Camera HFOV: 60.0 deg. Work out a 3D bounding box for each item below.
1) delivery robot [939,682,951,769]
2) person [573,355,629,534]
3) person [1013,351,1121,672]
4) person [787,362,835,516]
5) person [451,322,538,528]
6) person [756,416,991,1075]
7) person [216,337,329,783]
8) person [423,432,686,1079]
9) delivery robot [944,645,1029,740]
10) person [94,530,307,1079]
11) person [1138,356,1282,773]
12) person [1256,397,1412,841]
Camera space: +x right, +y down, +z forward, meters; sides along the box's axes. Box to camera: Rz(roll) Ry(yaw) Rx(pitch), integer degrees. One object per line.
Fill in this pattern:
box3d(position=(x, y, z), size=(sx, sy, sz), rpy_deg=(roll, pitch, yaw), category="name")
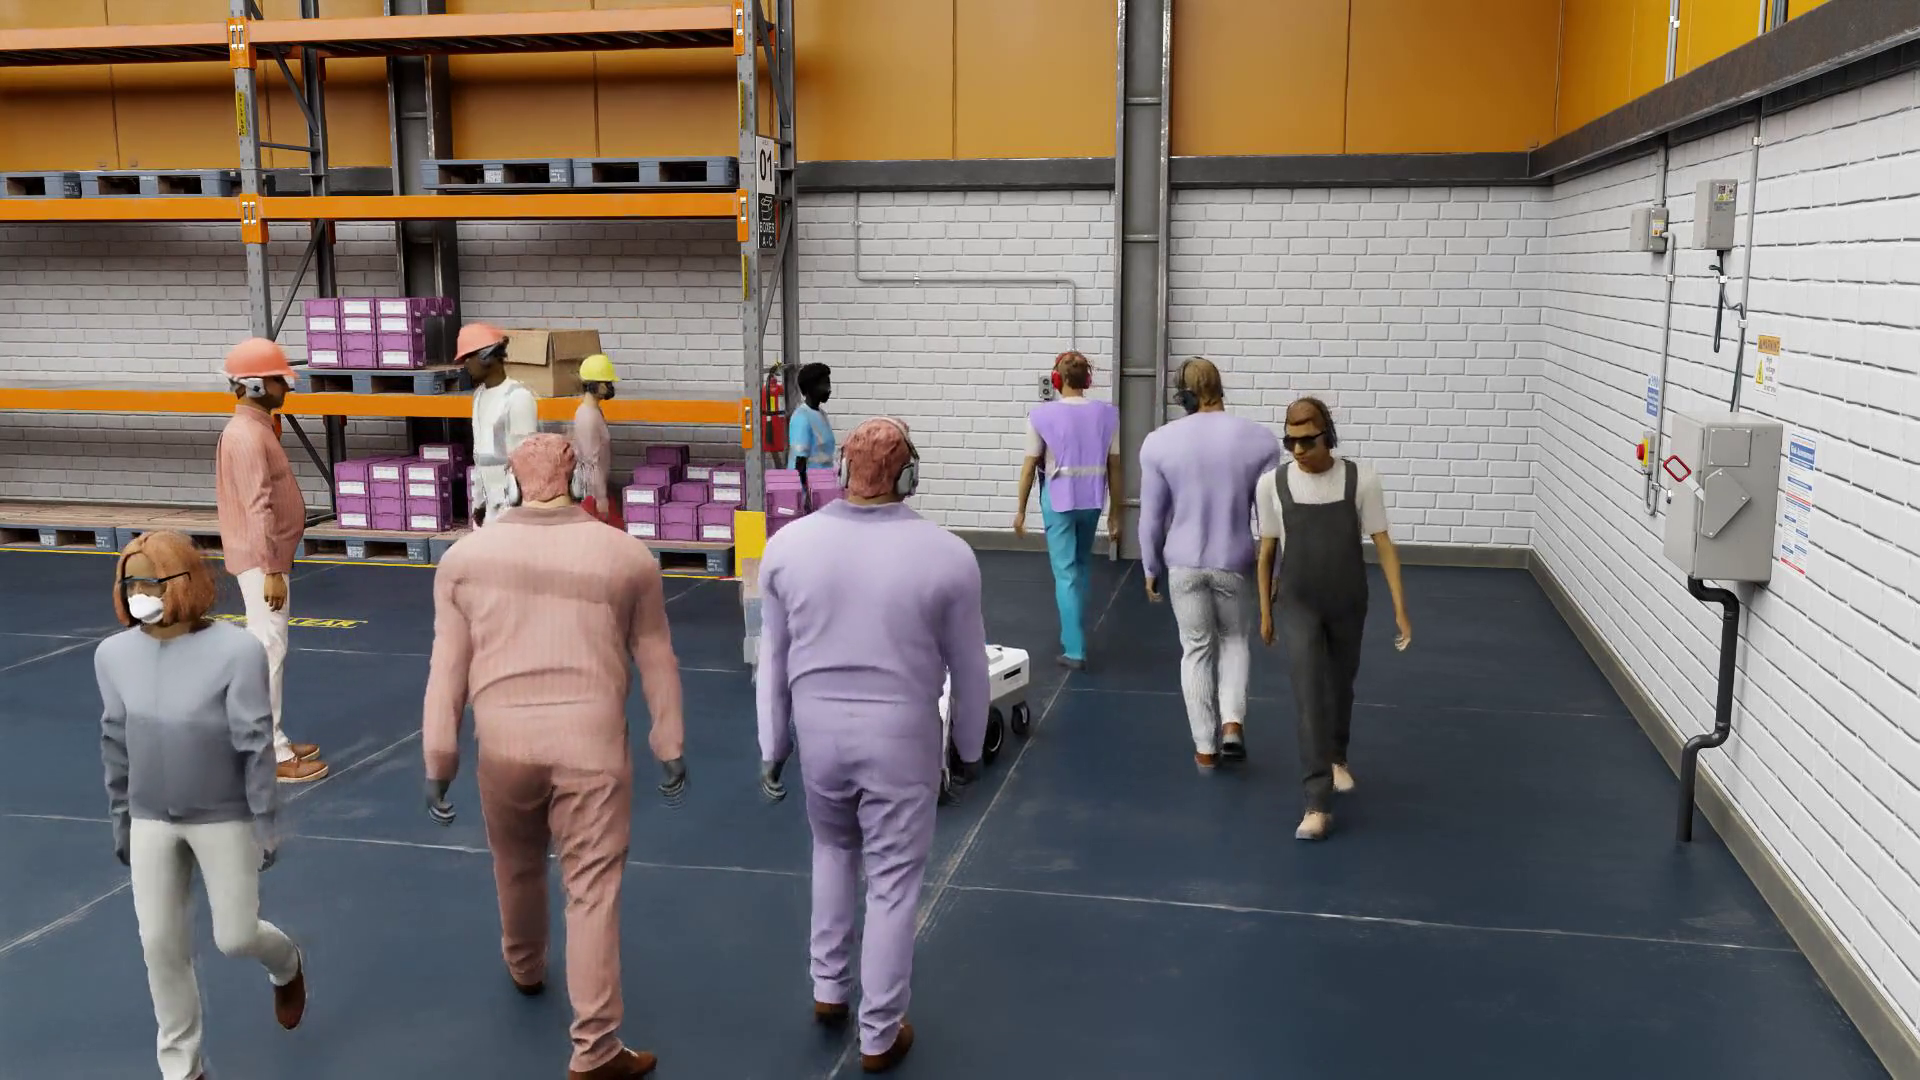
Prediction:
box3d(position=(-0.221, 0.792, 7.323), size=(0.477, 0.478, 0.707), rpy_deg=(0, 9, 2), category="delivery robot")
box3d(position=(-2.308, -0.301, 10.585), size=(0.392, 1.749, 0.545), rpy_deg=(-1, 10, -8), category="person")
box3d(position=(0.596, -0.181, 9.676), size=(0.570, 1.819, 0.770), rpy_deg=(-4, 10, -22), category="person")
box3d(position=(-1.069, -0.360, 11.160), size=(0.610, 1.675, 0.537), rpy_deg=(2, 10, 12), category="person")
box3d(position=(-2.518, -0.247, 9.533), size=(0.715, 2.007, 0.681), rpy_deg=(-8, 12, -40), category="person")
box3d(position=(-0.243, 0.582, 4.871), size=(0.660, 1.884, 0.579), rpy_deg=(2, 10, 13), category="person")
box3d(position=(-3.120, 0.092, 7.488), size=(0.376, 1.997, 0.612), rpy_deg=(-4, 10, -25), category="person")
box3d(position=(-1.187, 0.604, 4.933), size=(0.732, 1.817, 1.037), rpy_deg=(-2, 10, -9), category="person")
box3d(position=(0.050, 0.679, 8.003), size=(0.477, 0.478, 0.707), rpy_deg=(5, 11, 28), category="delivery robot")
box3d(position=(-2.092, 0.756, 4.611), size=(0.505, 1.619, 0.573), rpy_deg=(1, 9, 4), category="person")
box3d(position=(1.136, 0.120, 7.587), size=(0.657, 1.906, 0.444), rpy_deg=(1, 9, 4), category="person")
box3d(position=(1.551, 0.282, 7.001), size=(0.634, 1.785, 0.958), rpy_deg=(1, 10, 8), category="person")
